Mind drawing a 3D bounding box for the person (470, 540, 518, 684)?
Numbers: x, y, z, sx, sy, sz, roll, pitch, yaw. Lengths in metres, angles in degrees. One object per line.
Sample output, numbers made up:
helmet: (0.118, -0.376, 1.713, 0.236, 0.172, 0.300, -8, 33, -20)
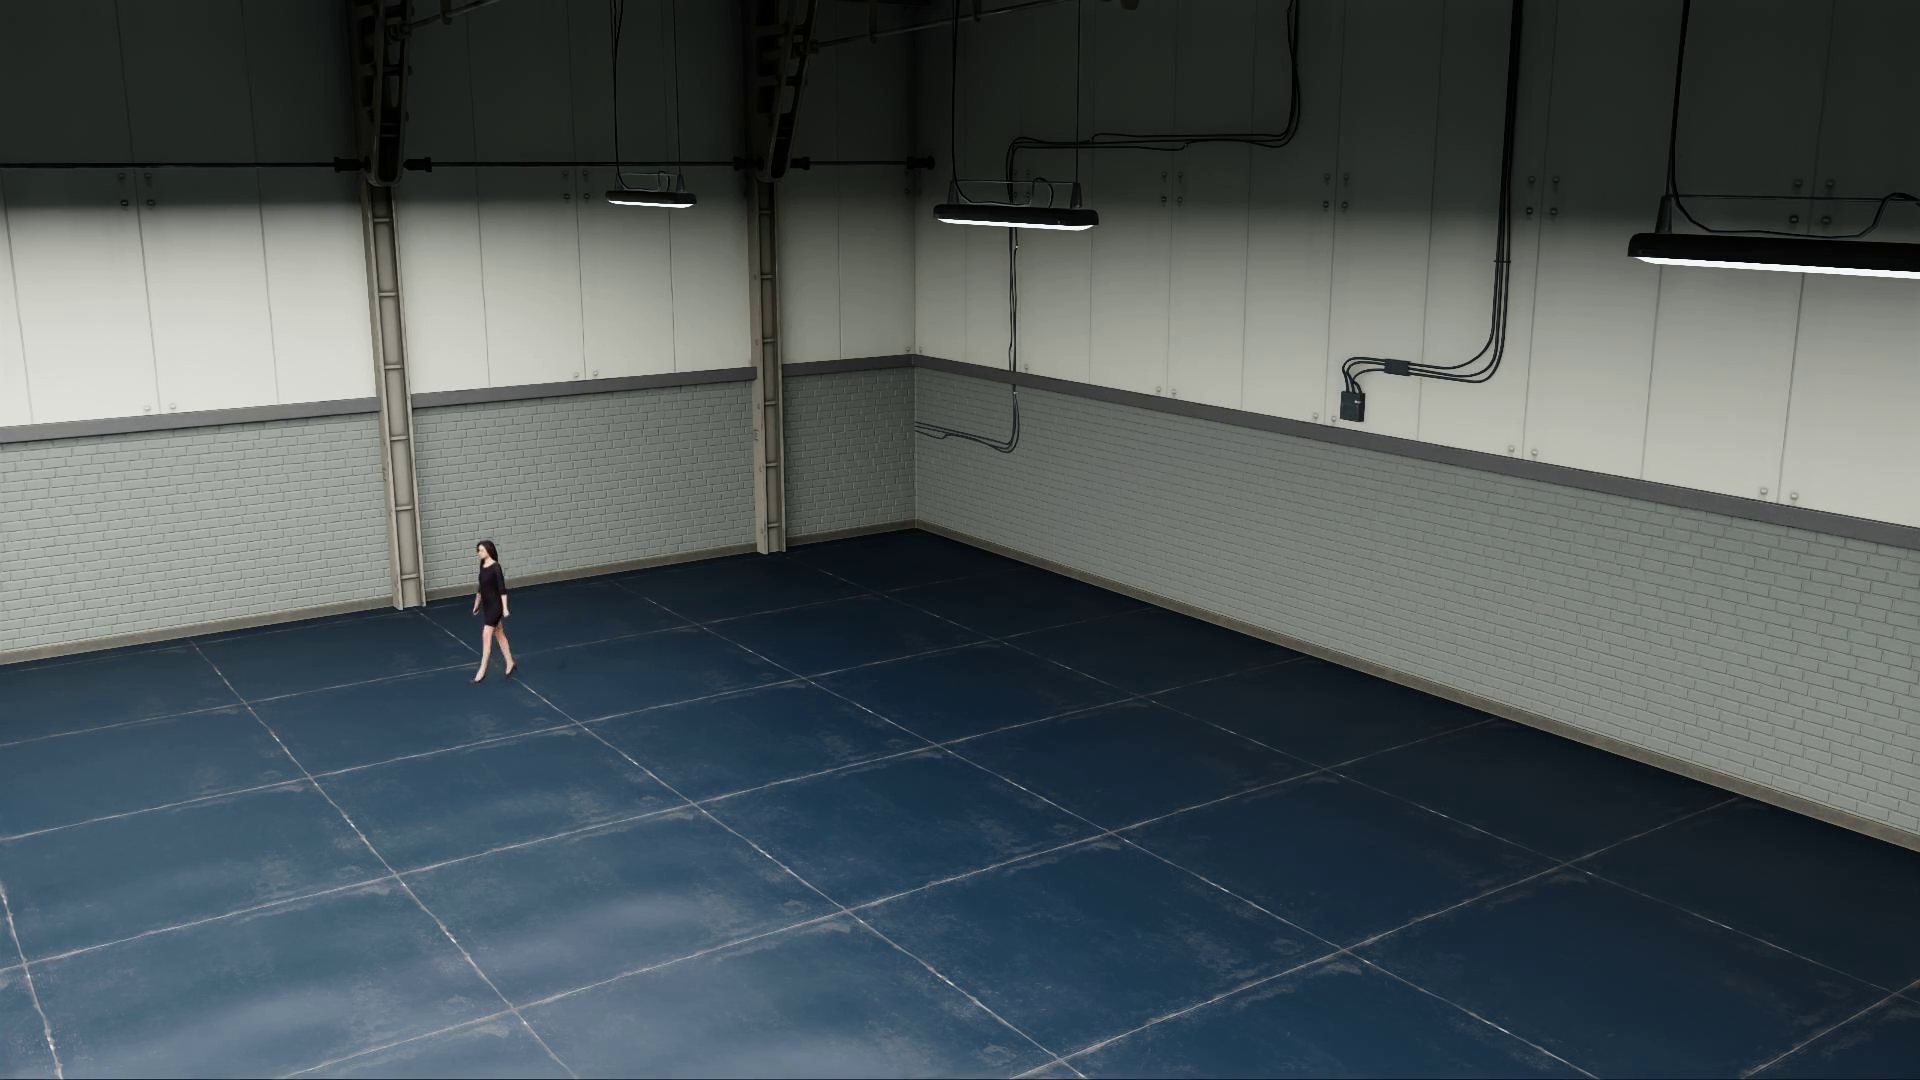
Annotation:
person: (-5.739, 0.878, 20.748, 0.912, 1.777, 0.652, -10, 17, -38)
